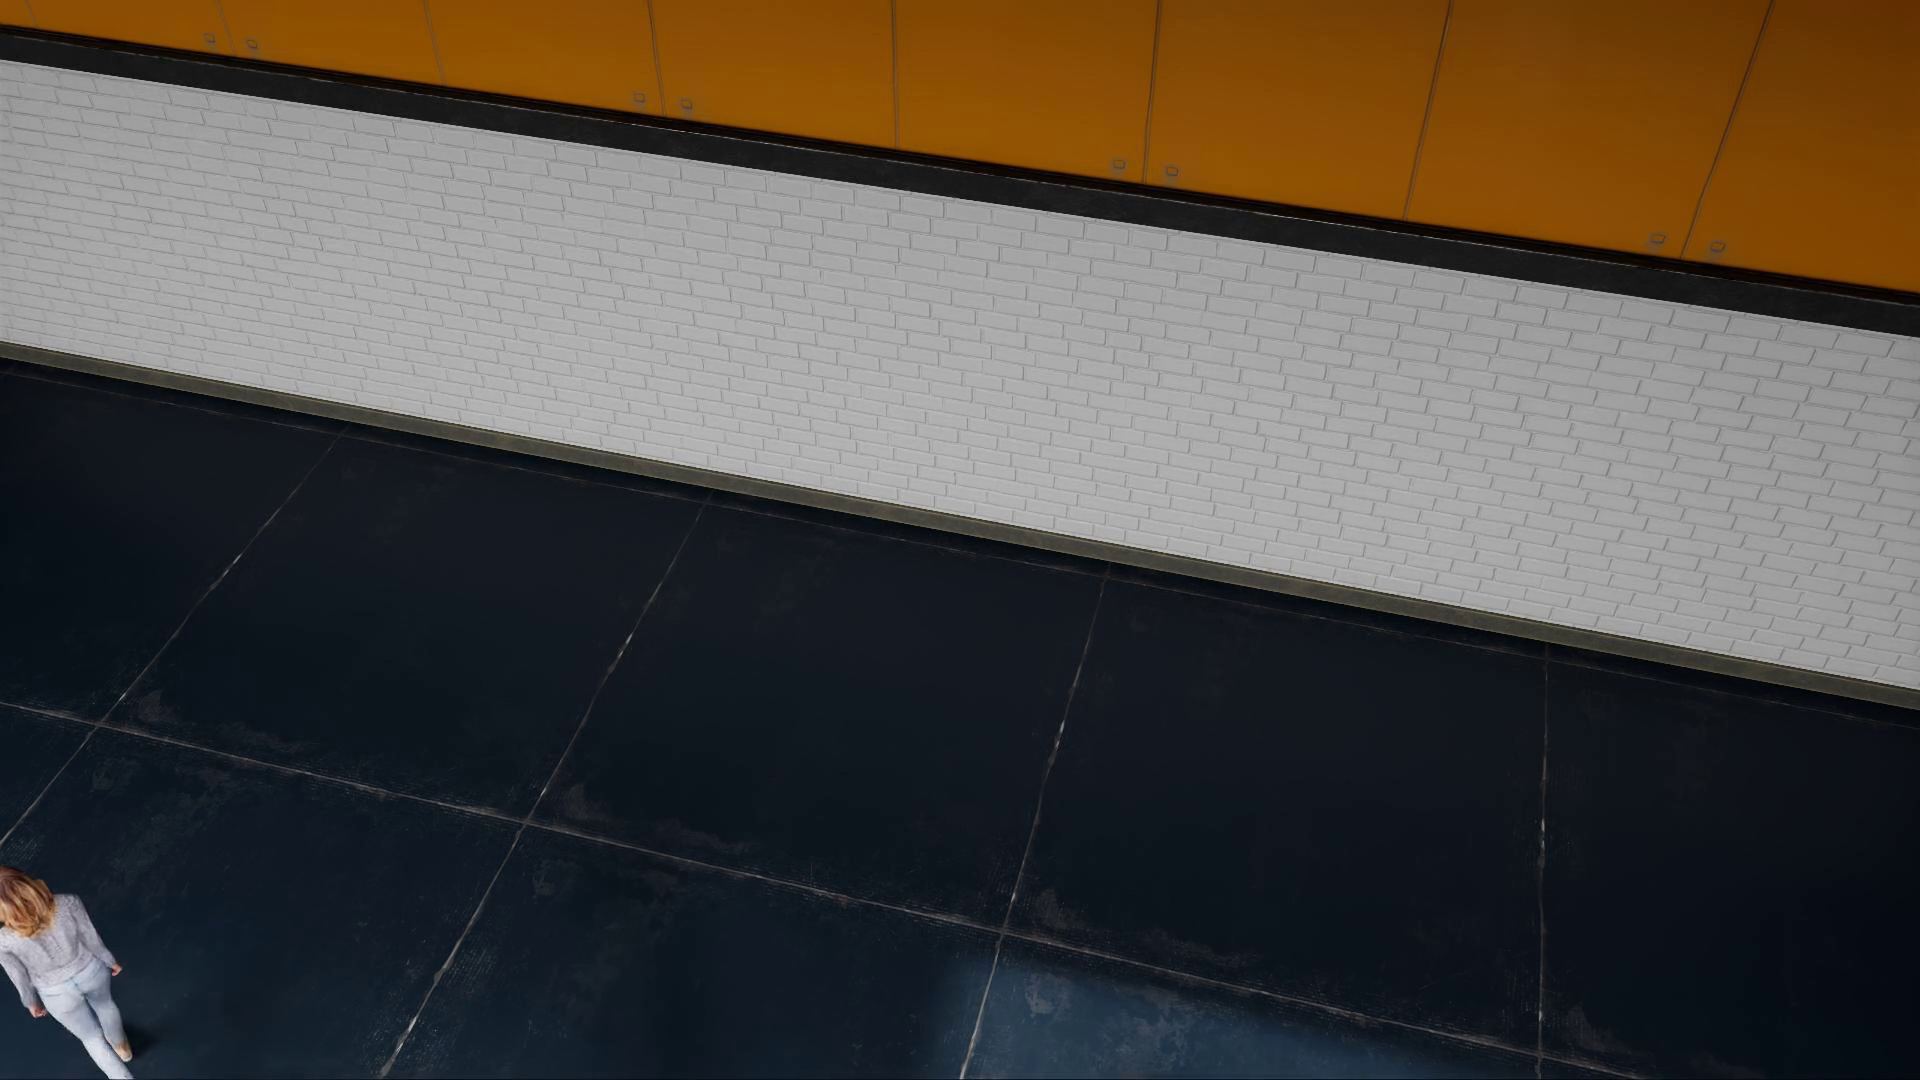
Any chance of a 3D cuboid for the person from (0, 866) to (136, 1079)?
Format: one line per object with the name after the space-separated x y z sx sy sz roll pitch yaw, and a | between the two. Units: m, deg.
-4.375 2.273 8.284 1.111 1.770 1.030 -34 53 -30 | person
